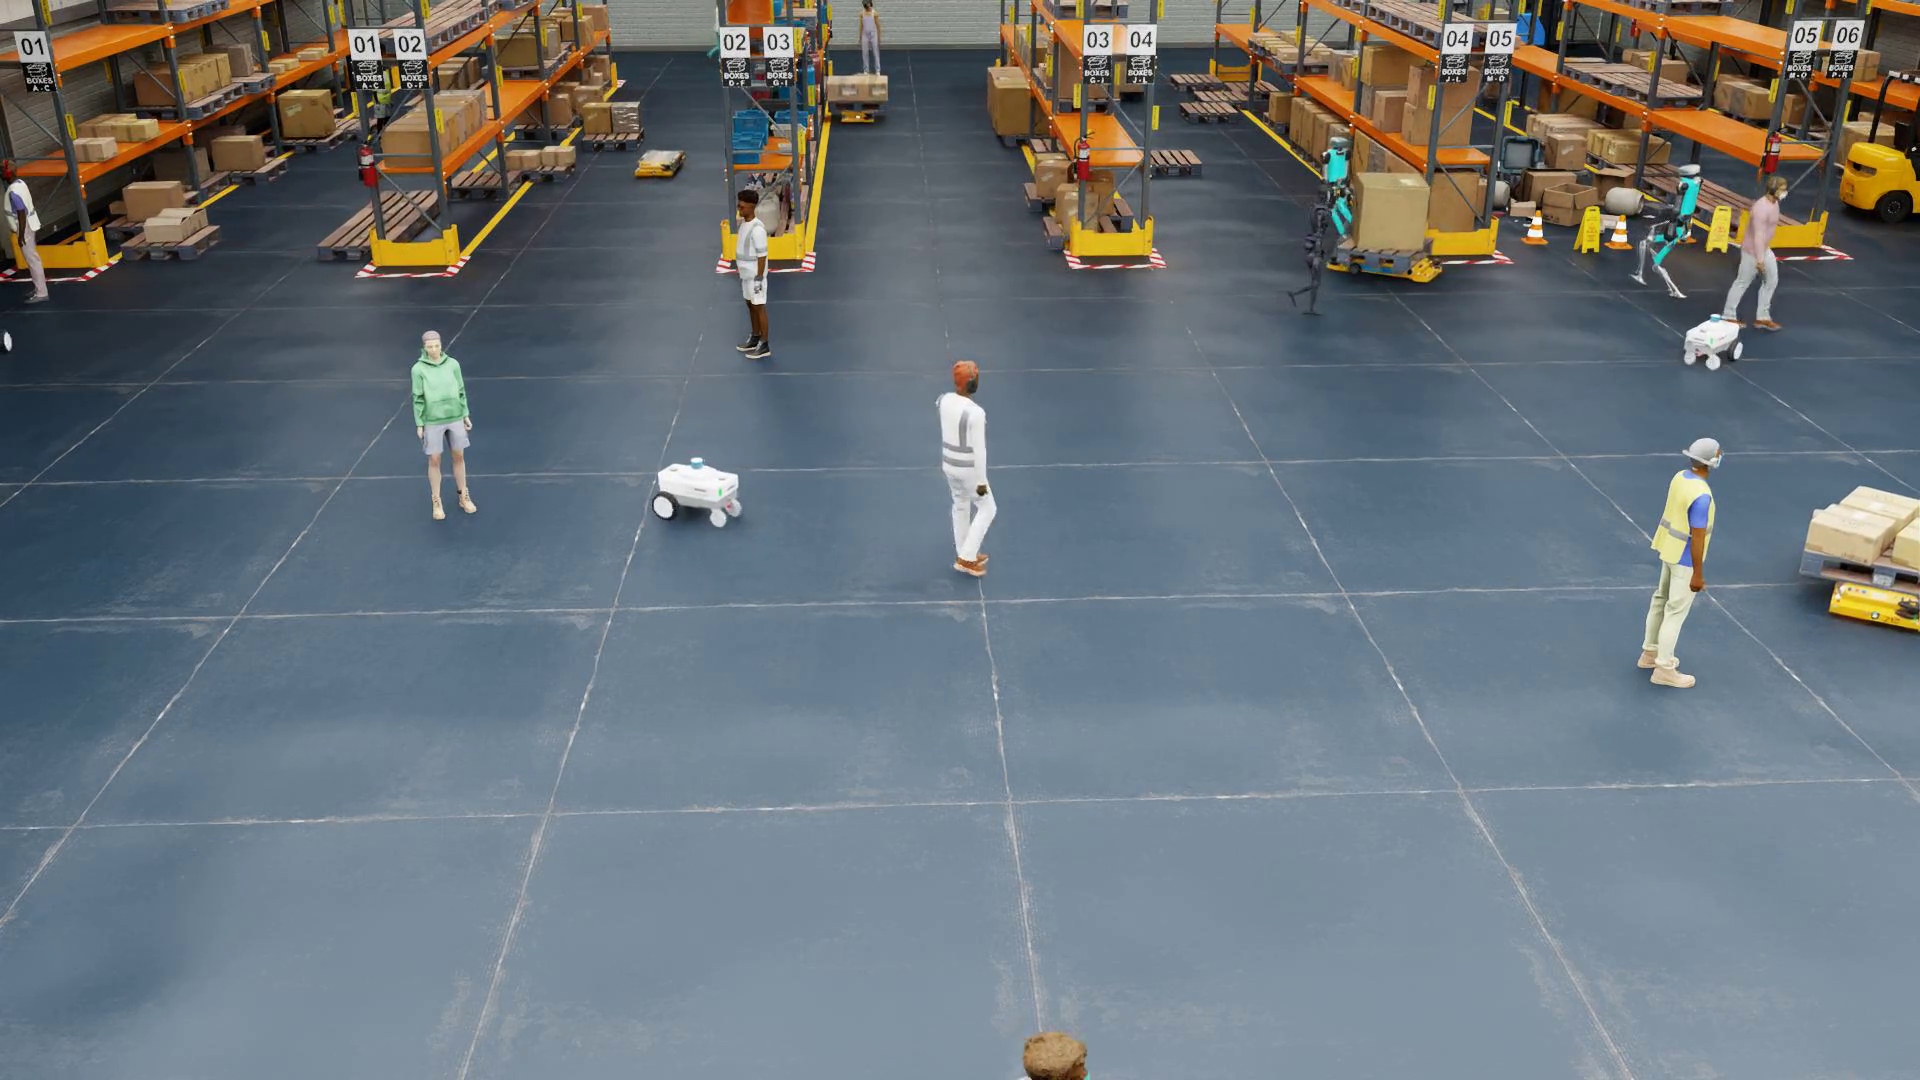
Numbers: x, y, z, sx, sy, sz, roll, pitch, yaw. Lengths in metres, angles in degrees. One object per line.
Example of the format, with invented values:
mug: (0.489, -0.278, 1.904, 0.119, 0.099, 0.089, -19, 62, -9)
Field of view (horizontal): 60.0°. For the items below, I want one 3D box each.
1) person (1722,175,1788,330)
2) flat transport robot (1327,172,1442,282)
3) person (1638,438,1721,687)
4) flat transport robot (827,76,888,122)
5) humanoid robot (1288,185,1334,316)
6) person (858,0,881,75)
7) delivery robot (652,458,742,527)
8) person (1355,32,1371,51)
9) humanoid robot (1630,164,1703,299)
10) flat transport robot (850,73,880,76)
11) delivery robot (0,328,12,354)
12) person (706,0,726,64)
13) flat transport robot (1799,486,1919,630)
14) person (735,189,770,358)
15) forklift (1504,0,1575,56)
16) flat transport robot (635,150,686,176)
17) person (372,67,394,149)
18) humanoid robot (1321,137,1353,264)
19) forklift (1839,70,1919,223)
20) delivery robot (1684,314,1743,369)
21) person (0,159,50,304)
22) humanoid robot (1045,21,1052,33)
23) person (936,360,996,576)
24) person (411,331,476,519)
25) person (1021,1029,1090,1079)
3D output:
person: (9.830, -3.470, 20.253, 0.821, 1.907, 0.659, 19, 31, 37)
flat transport robot: (5.883, -3.819, 23.054, 1.431, 0.231, 0.659, 14, 27, 28)
person: (5.263, 0.154, 12.131, 0.390, 1.893, 0.541, 1, 24, 1)
flat transport robot: (-2.095, -8.790, 34.224, 0.659, 0.231, 1.431, -1, 24, -2)
humanoid robot: (4.433, -3.663, 20.968, 0.435, 1.640, 0.604, 6, 25, 13)
person: (-2.115, -11.803, 39.074, 0.548, 1.842, 0.470, 6, 25, 14)
delivery robot: (-2.388, -0.466, 15.136, 0.747, 0.568, 0.499, 10, 26, 22)
person: (10.235, -12.896, 41.592, 0.744, 1.775, 0.644, -4, 24, -10)
humanoid robot: (9.241, -4.102, 21.953, 0.534, 1.788, 1.022, -20, 31, -38)
flat transport robot: (-2.255, -10.444, 37.940, 0.659, 0.231, 1.431, 6, 25, 13)
delivery robot: (-11.476, -2.355, 19.416, 0.499, 0.596, 0.775, -4, 24, -8)
person: (-5.898, -12.421, 40.564, 0.542, 1.745, 0.548, -6, 25, -13)
flat transport robot: (7.626, 0.327, 13.738, 0.659, 0.231, 1.431, 13, 27, 27)
person: (-2.427, -3.111, 19.376, 0.361, 1.965, 0.612, -11, 26, -23)
forklift: (14.700, -13.805, 42.301, 1.873, 2.768, 1.129, -1, 24, -2)
flat transport robot: (-5.312, -6.692, 29.509, 0.659, 0.231, 1.431, 0, 24, 1)
person: (-10.783, -8.178, 31.089, 0.322, 1.697, 0.532, 7, 25, 14)
humanoid robot: (5.365, -4.688, 23.155, 0.530, 1.762, 0.717, -17, 29, -34)
forklift: (15.132, -6.143, 25.915, 2.313, 2.155, 1.214, -1, 24, -2)
delivery robot: (8.767, -2.324, 19.356, 0.776, 0.604, 0.522, -20, 31, -38)
person: (-12.107, -4.001, 21.523, 0.388, 1.845, 0.564, -11, 26, -23)
humanoid robot: (2.257, -12.749, 41.327, 0.551, 1.731, 1.063, -18, 30, -35)
person: (0.066, -0.598, 13.842, 0.437, 1.872, 0.583, -19, 30, -36)
person: (-4.673, -1.055, 15.029, 0.487, 1.742, 0.329, -14, 28, -29)
person: (0.307, 2.675, 6.458, 0.666, 1.900, 0.513, -2, 24, -4)
